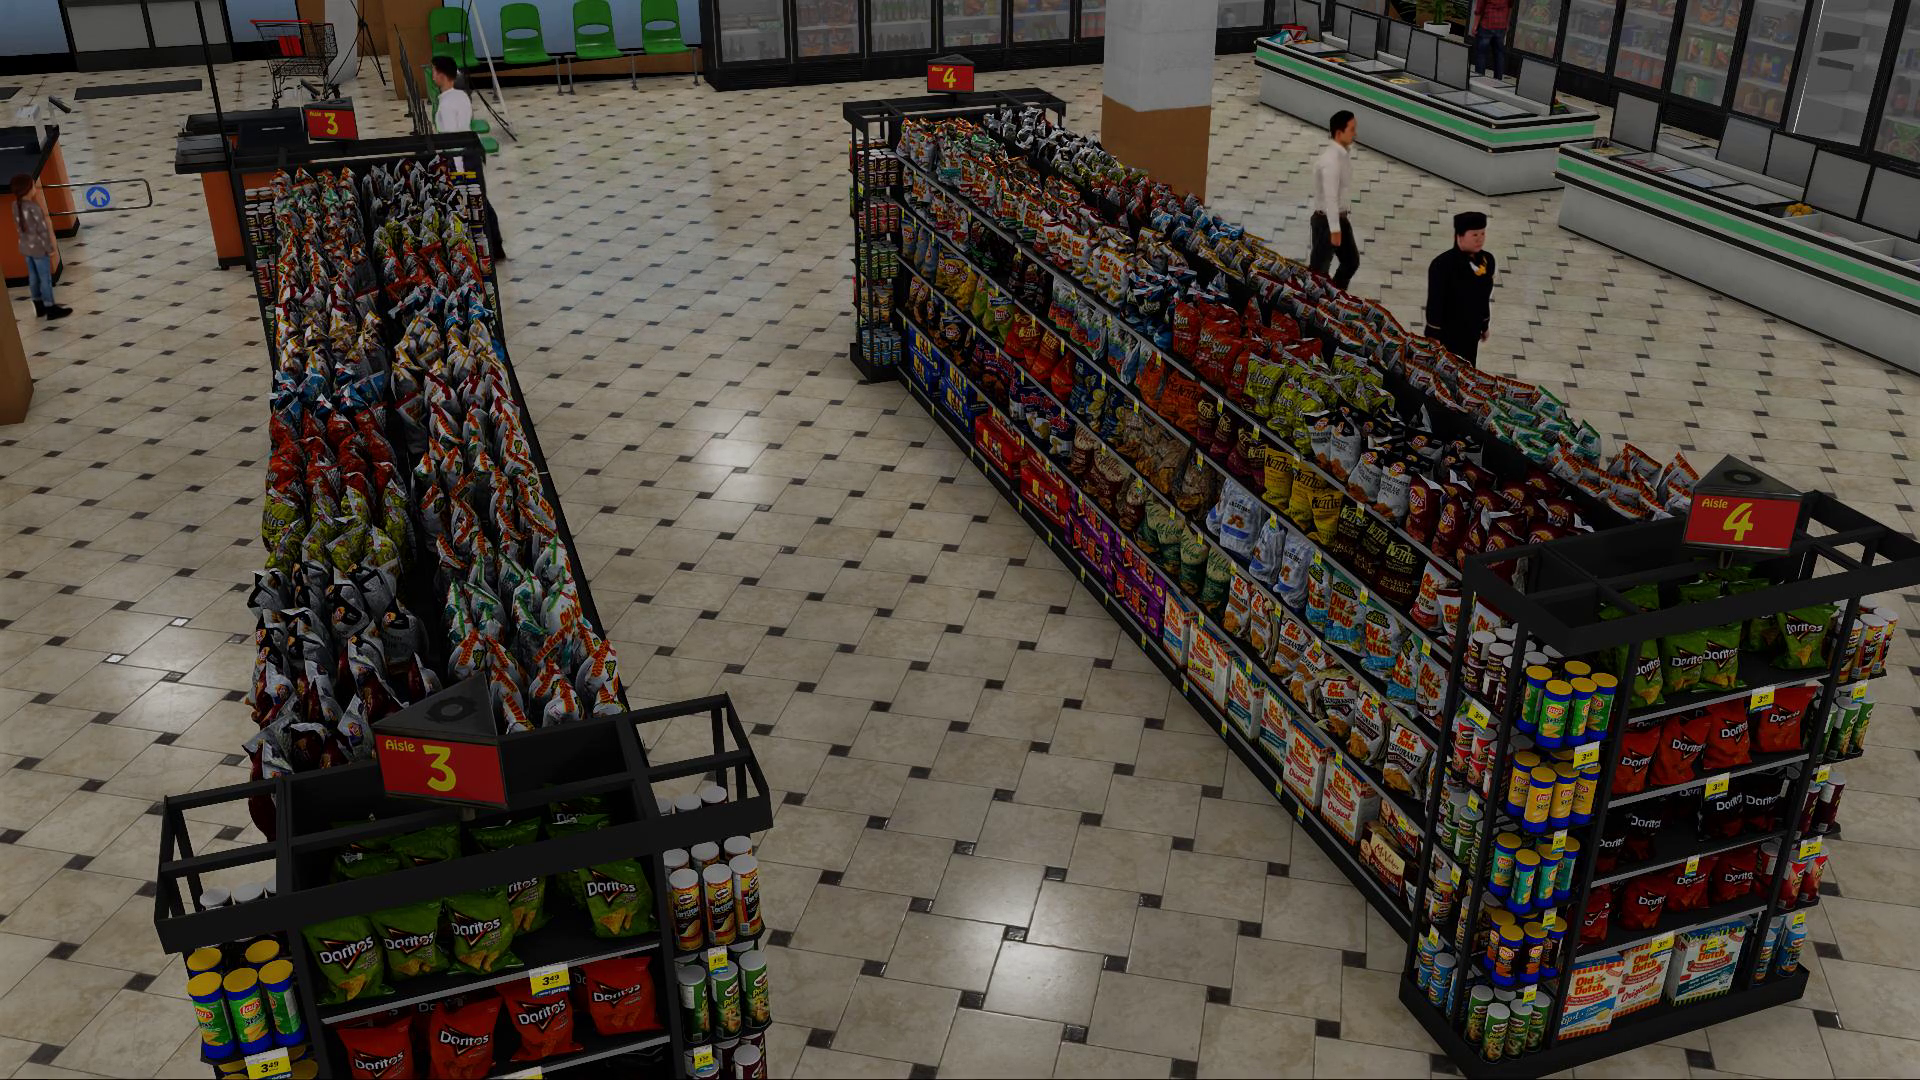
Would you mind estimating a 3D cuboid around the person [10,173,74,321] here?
[{"bbox_3d":[-7.636,-2.423,13.714,0.548,1.191,0.617,14,30,25],"label":"person"}]

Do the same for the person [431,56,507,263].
[{"bbox_3d":[-4.359,-3.355,14.840,1.084,1.834,1.150,7,28,13],"label":"person"}]

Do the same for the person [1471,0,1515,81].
[{"bbox_3d":[6.803,-6.602,21.247,0.709,1.830,0.594,-6,27,-11],"label":"person"}]

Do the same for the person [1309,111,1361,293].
[{"bbox_3d":[2.850,-2.514,13.226,0.908,1.795,0.847,11,29,20],"label":"person"}]

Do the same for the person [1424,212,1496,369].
[{"bbox_3d":[3.301,-1.370,11.107,0.725,1.671,0.667,-14,30,-25],"label":"person"}]
